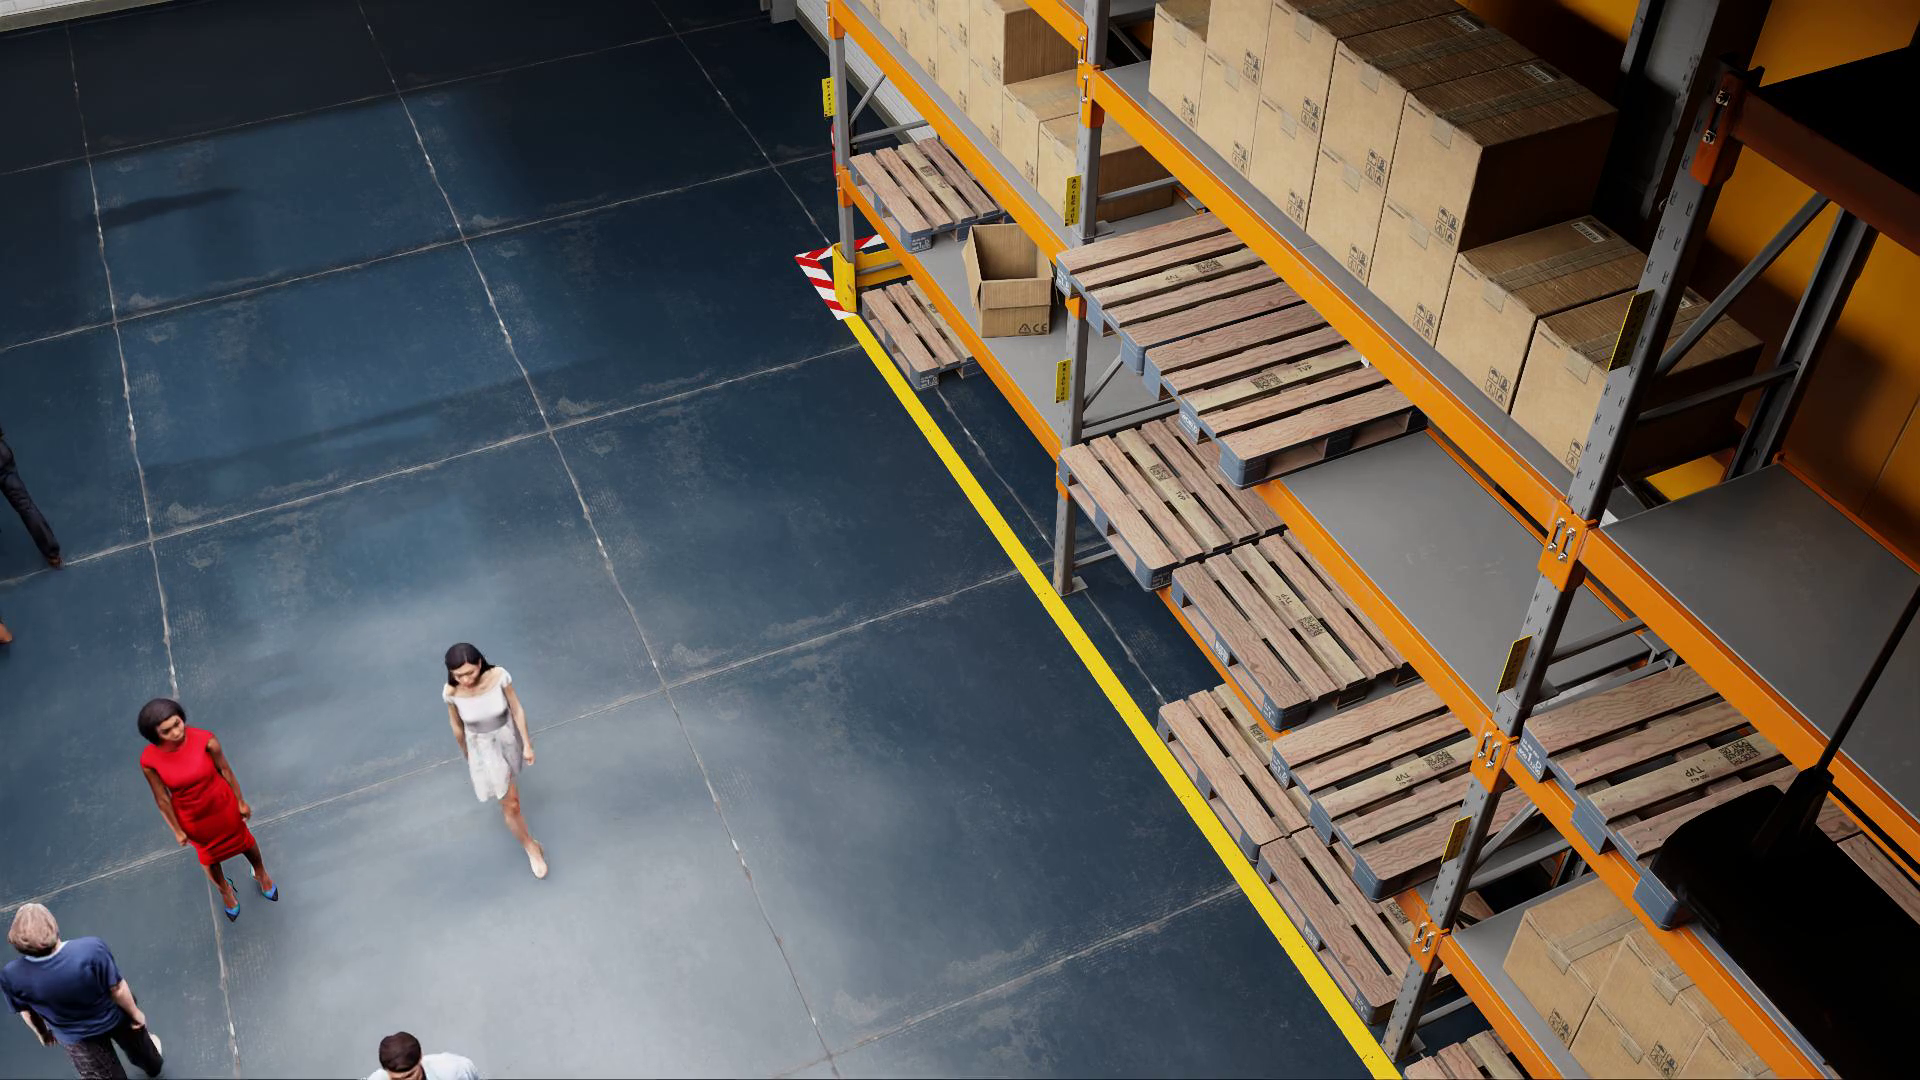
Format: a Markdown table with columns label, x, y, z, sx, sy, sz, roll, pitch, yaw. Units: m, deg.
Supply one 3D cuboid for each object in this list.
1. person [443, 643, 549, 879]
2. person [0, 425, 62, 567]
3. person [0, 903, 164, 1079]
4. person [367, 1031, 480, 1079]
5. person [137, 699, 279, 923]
| label | x | y | z | sx | sy | sz | roll | pitch | yaw |
| --- | --- | --- | --- | --- | --- | --- | --- | --- | --- |
| person | -2.745 | 1.162 | 9.818 | 0.593 | 1.734 | 1.182 | -20 | 47 | -20 |
| person | -6.737 | -0.488 | 11.538 | 1.262 | 1.750 | 1.089 | 27 | 50 | 25 |
| person | -4.343 | 2.493 | 8.351 | 0.683 | 1.829 | 1.163 | -20 | 47 | -20 |
| person | -2.508 | 2.824 | 8.028 | 0.762 | 1.797 | 0.879 | -11 | 45 | -12 |
| person | -4.272 | 1.524 | 9.437 | 0.587 | 1.734 | 0.528 | -23 | 48 | -22 |
